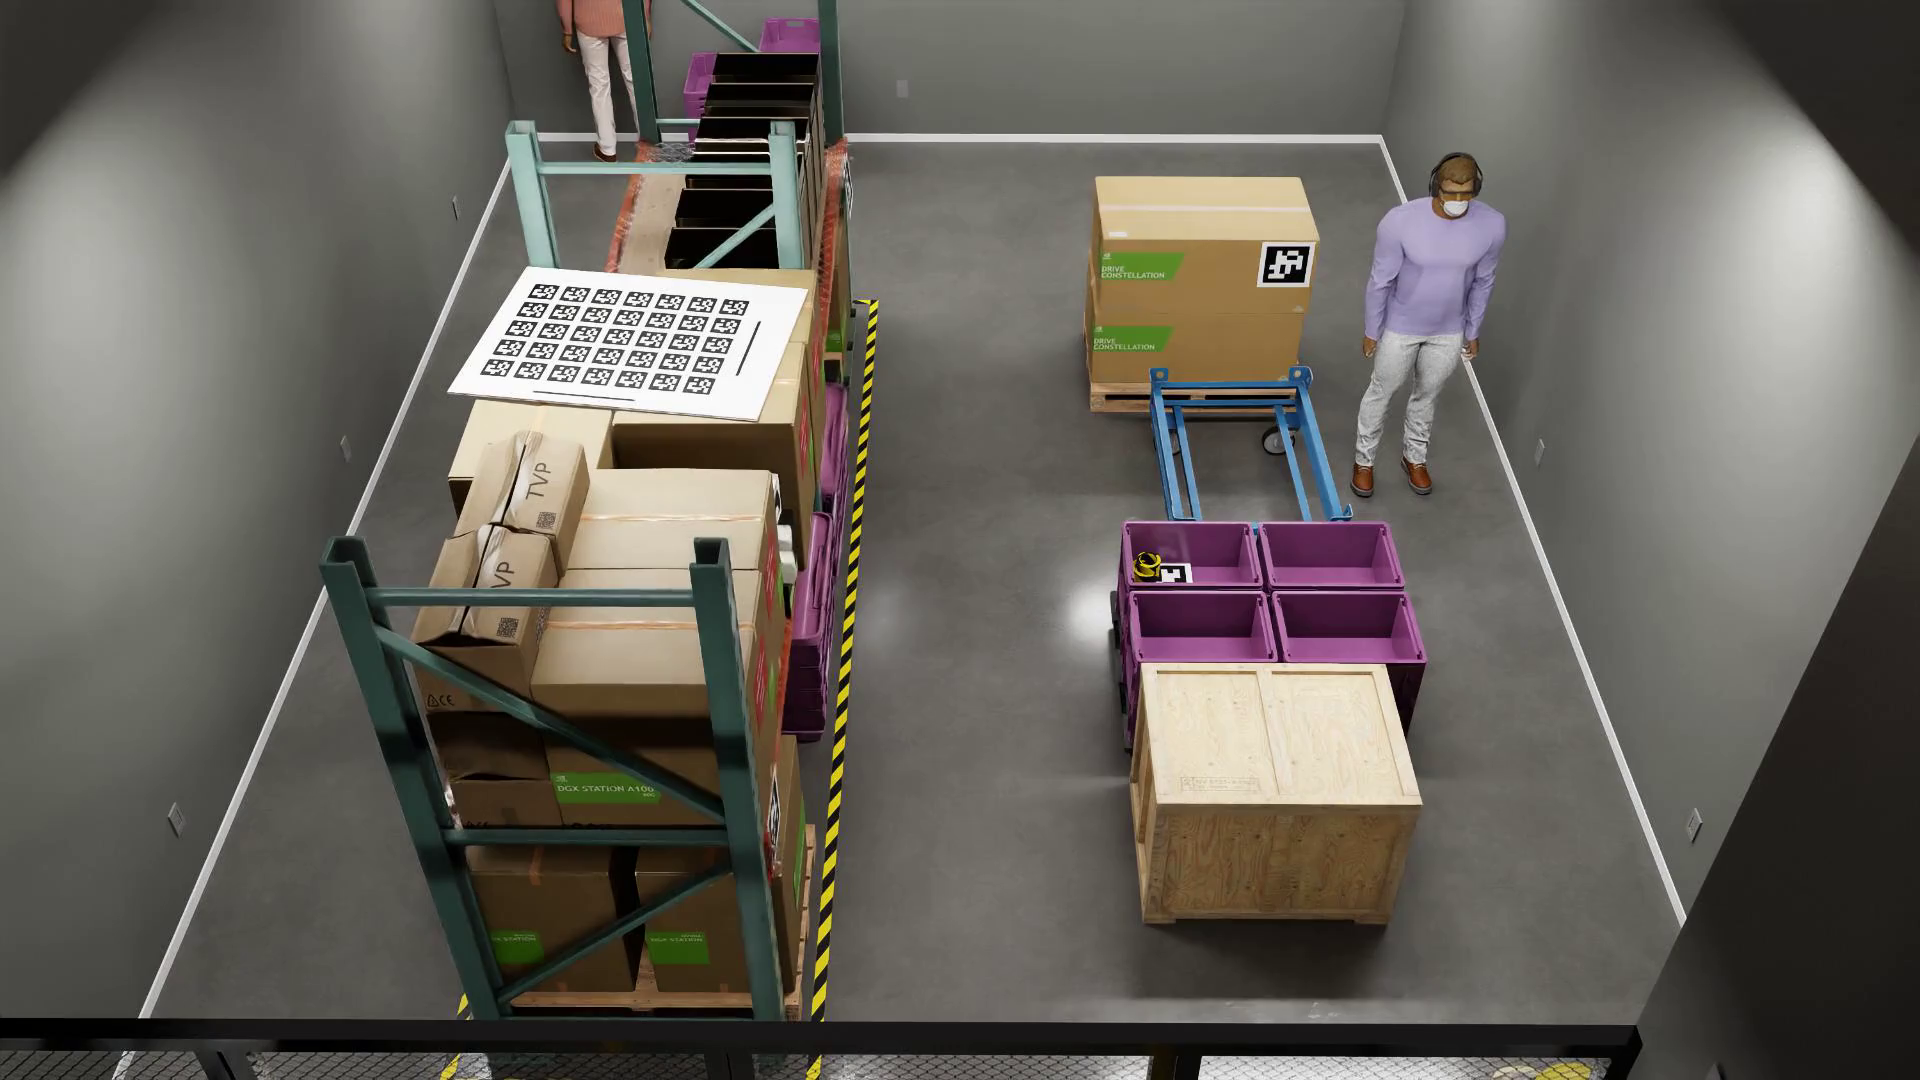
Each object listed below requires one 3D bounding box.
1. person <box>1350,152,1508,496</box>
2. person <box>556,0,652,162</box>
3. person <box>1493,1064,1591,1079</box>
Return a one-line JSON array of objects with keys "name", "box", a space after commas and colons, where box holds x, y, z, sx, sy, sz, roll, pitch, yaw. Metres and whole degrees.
[{"name": "person", "box": [2.319, -1.062, 8.325, 0.629, 1.940, 0.372, -2, 41, -2]}, {"name": "person", "box": [-2.342, -3.434, 10.987, 0.625, 1.992, 0.388, -16, 44, -17]}, {"name": "person", "box": [1.600, 2.071, 4.831, 0.404, 1.833, 0.590, 5, 41, 5]}]
